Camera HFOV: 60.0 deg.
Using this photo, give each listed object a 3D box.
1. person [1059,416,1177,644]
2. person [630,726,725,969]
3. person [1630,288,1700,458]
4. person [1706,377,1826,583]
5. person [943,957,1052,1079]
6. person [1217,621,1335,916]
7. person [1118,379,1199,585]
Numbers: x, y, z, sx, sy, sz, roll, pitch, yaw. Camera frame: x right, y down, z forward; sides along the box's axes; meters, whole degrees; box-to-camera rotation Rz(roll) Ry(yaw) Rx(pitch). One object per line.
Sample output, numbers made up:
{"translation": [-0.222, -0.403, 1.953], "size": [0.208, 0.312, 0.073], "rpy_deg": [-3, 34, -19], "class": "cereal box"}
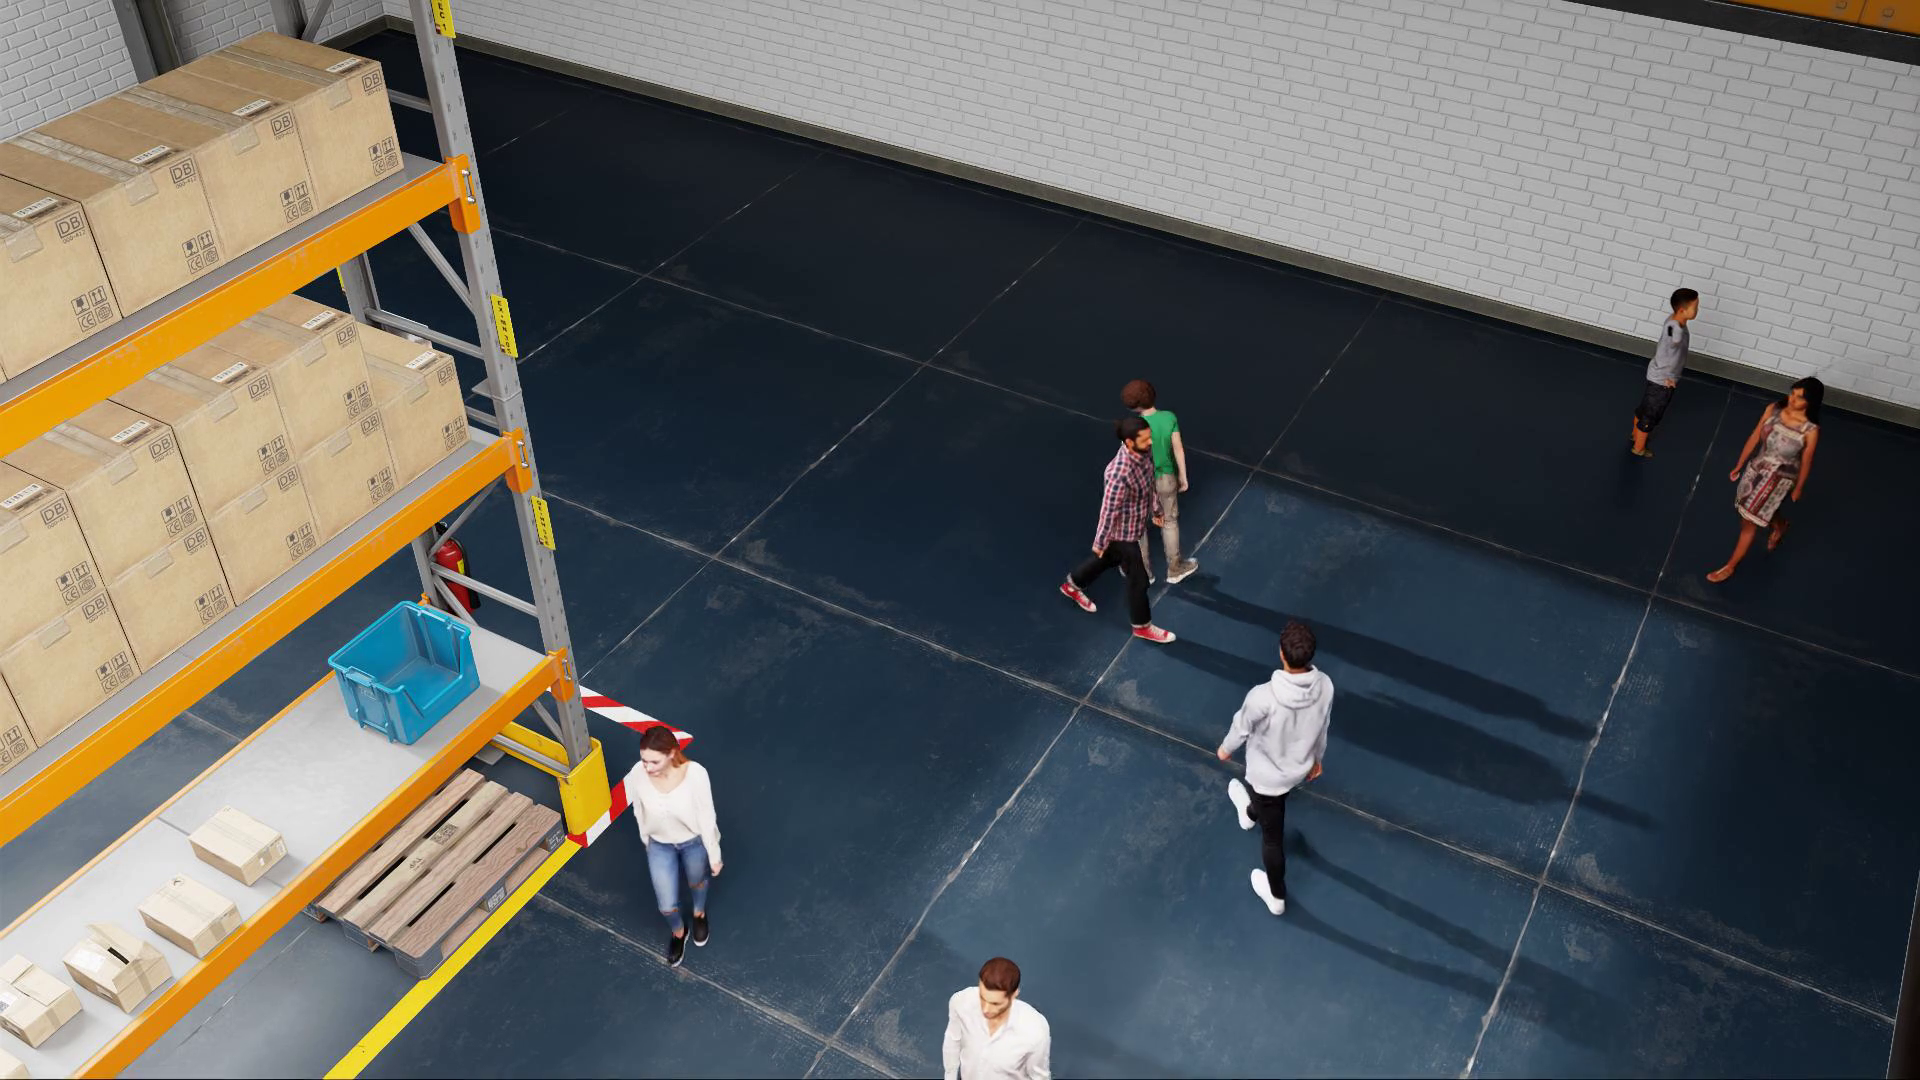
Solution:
{"translation": [1.016, -0.120, 10.982], "size": [0.883, 1.746, 1.097], "rpy_deg": [12, 40, 15], "class": "person"}
{"translation": [-1.495, 1.554, 8.942], "size": [0.763, 1.674, 0.798], "rpy_deg": [-2, 39, -2], "class": "person"}
{"translation": [5.399, -1.327, 12.724], "size": [0.677, 1.457, 0.508], "rpy_deg": [11, 40, 14], "class": "person"}
{"translation": [5.671, -0.456, 11.504], "size": [1.134, 1.619, 0.988], "rpy_deg": [-17, 41, -20], "class": "person"}
{"translation": [0.185, 2.480, 7.640], "size": [0.708, 1.853, 0.984], "rpy_deg": [16, 41, 19], "class": "person"}
{"translation": [1.785, 1.305, 9.079], "size": [1.159, 1.893, 1.151], "rpy_deg": [-15, 41, -18], "class": "person"}
{"translation": [1.373, -0.374, 11.400], "size": [0.835, 1.620, 0.898], "rpy_deg": [-3, 39, -4], "class": "person"}
